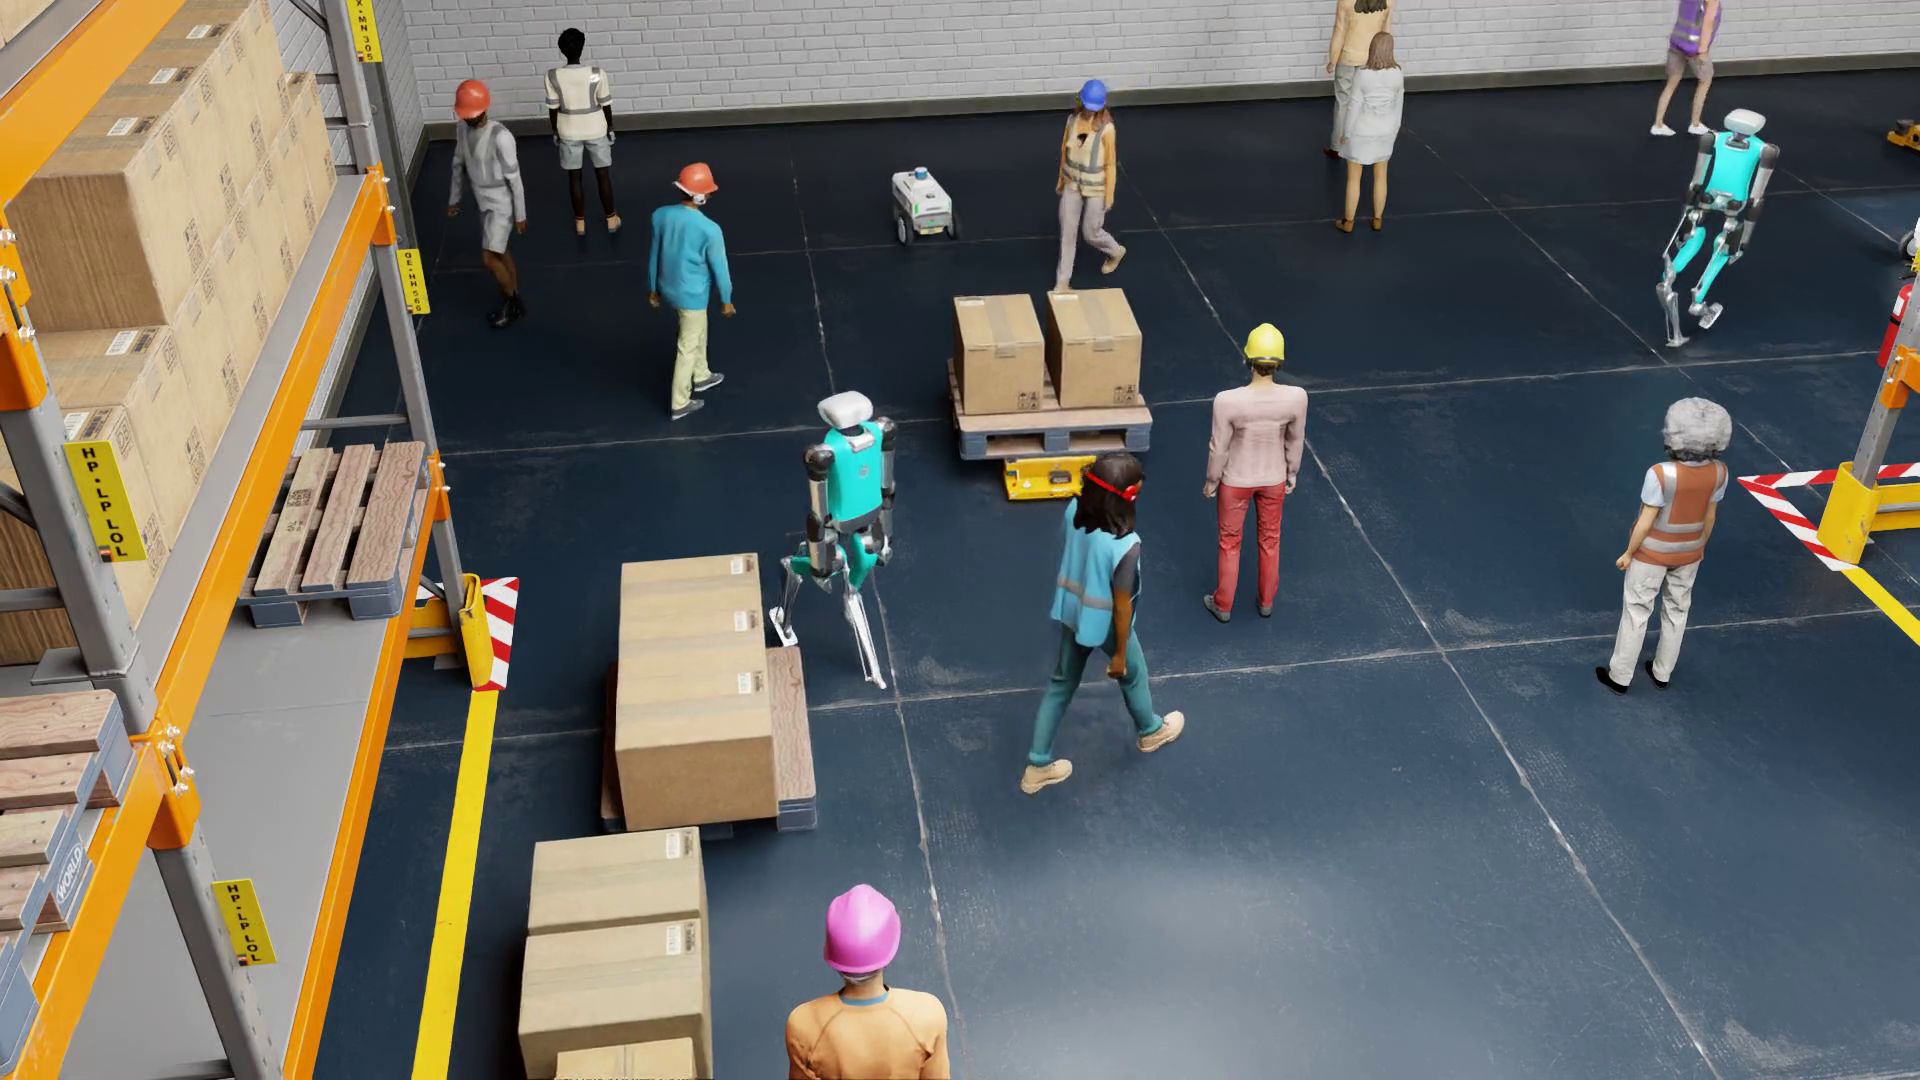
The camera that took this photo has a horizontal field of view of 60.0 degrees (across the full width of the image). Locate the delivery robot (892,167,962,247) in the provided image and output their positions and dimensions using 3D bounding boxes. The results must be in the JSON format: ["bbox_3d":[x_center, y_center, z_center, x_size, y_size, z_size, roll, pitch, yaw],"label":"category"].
[{"bbox_3d":[-0.315,-2.804,13.889,0.499,0.595,0.781,-10,34,-15],"label":"delivery robot"}]

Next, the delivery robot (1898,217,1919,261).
[{"bbox_3d":[8.006,-2.418,13.270,0.739,0.566,0.499,-5,33,-7],"label":"delivery robot"}]

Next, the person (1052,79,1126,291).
[{"bbox_3d":[0.994,-2.705,12.665,0.517,1.747,0.687,23,40,31],"label":"person"}]

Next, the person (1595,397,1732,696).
[{"bbox_3d":[3.588,0.052,8.470,0.454,1.686,0.309,-5,33,-7],"label":"person"}]

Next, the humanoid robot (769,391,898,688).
[{"bbox_3d":[-0.739,-0.059,8.641,0.531,1.783,0.988,-26,41,-34],"label":"humanoid robot"}]

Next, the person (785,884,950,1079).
[{"bbox_3d":[-0.285,1.901,5.374,0.515,1.981,0.387,-5,33,-7],"label":"person"}]

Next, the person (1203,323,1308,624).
[{"bbox_3d":[1.577,-0.347,9.014,0.532,1.766,0.324,-5,33,-7],"label":"person"}]

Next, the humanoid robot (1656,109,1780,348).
[{"bbox_3d":[5.283,-2.135,11.764,0.534,1.730,0.995,25,40,33],"label":"humanoid robot"}]

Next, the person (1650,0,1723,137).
[{"bbox_3d":[6.955,-4.635,15.666,0.718,1.661,0.500,-9,34,-14],"label":"person"}]

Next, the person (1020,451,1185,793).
[{"bbox_3d":[0.686,0.368,7.879,0.973,1.816,0.505,-25,40,-33],"label":"person"}]

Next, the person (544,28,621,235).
[{"bbox_3d":[-3.098,-3.345,13.670,0.539,1.695,0.317,-5,33,-7],"label":"person"}]

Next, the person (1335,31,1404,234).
[{"bbox_3d":[3.378,-3.353,13.715,0.496,1.659,0.337,-5,33,-7],"label":"person"}]

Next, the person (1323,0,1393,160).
[{"bbox_3d":[3.619,-4.387,15.107,0.565,1.875,0.391,-5,33,-7],"label":"person"}]

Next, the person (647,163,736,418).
[{"bbox_3d":[-1.763,-1.682,11.101,0.572,1.712,0.713,23,39,30],"label":"person"}]

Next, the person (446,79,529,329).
[{"bbox_3d":[-3.452,-2.434,12.078,0.643,1.909,0.470,27,42,35],"label":"person"}]

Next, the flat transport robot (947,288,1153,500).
[{"bbox_3d":[0.557,-0.711,10.942,0.659,0.231,1.431,-3,33,-5],"label":"flat transport robot"}]

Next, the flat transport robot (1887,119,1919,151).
[{"bbox_3d":[9.365,-3.573,15.328,0.659,0.231,1.431,-10,34,-15],"label":"flat transport robot"}]
